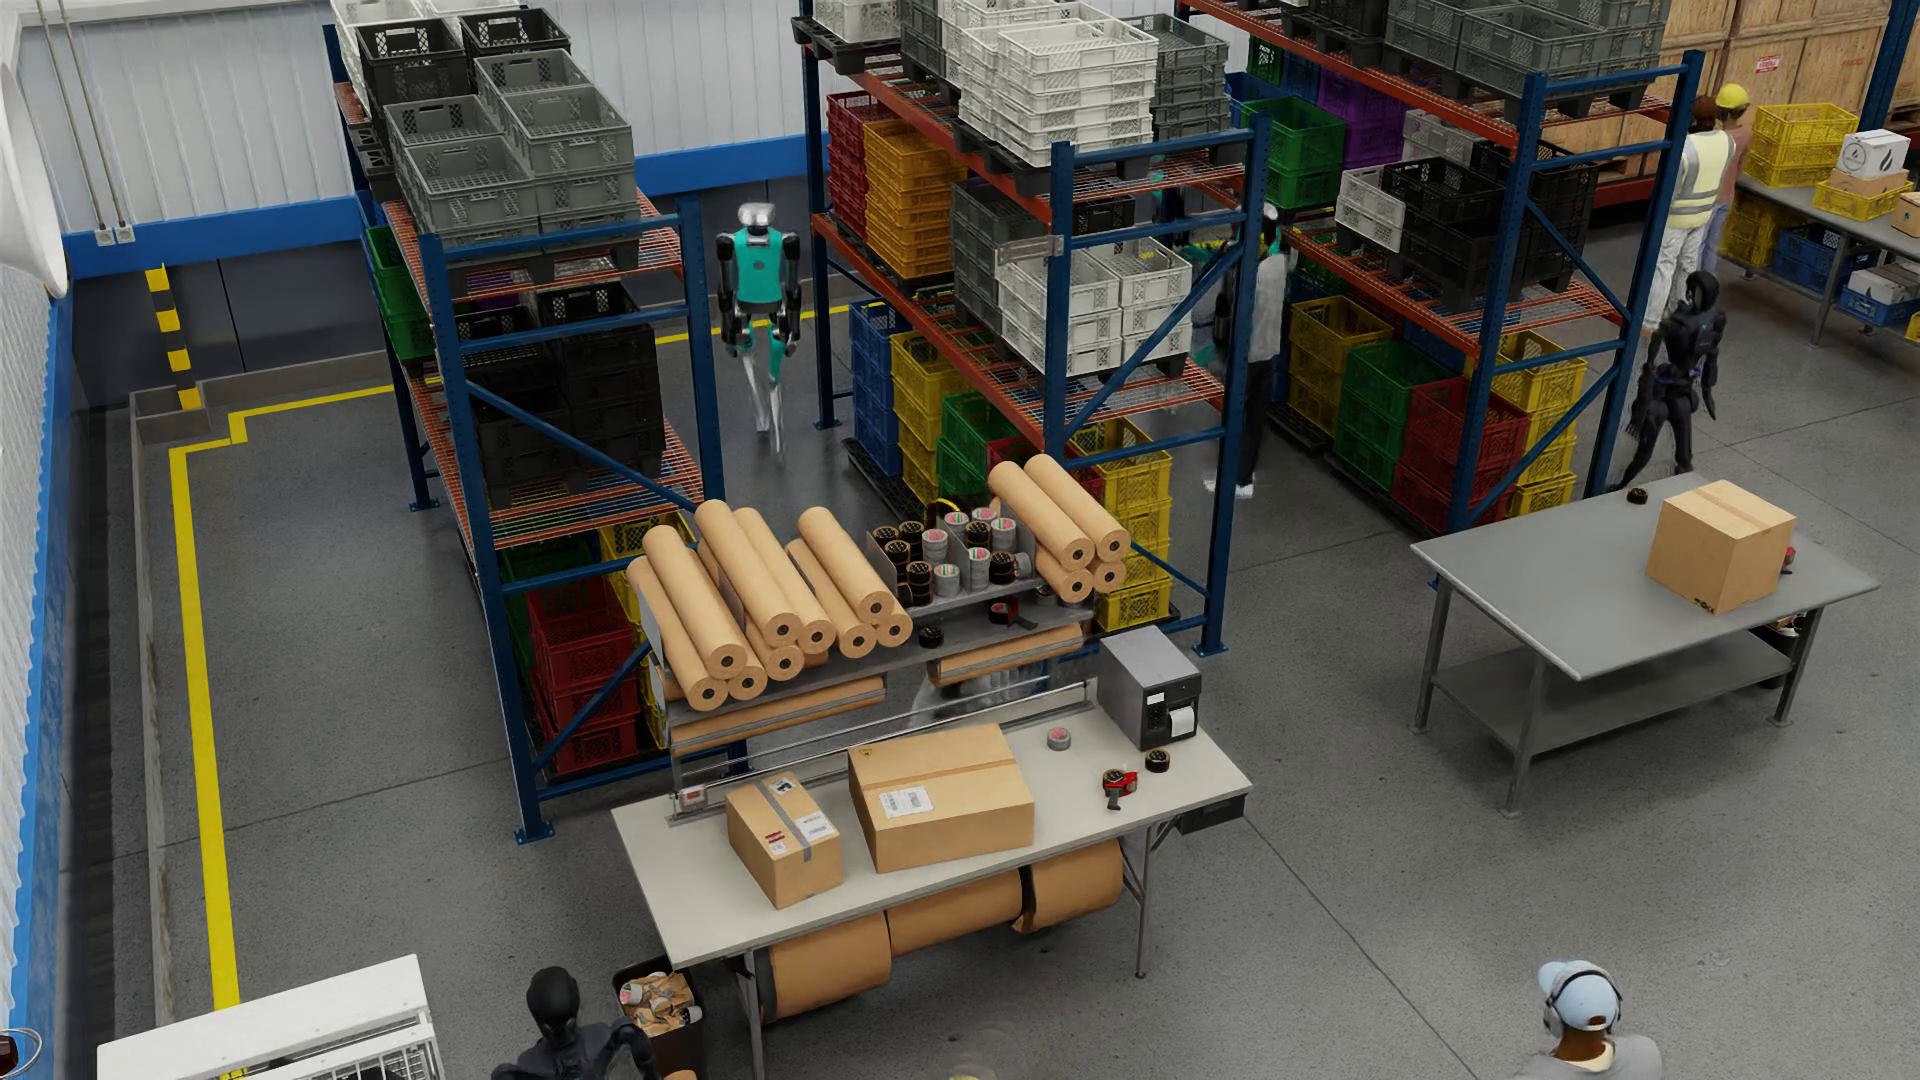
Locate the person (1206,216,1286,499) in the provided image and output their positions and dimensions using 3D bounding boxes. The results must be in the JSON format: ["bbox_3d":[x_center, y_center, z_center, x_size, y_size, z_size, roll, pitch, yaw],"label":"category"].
[{"bbox_3d":[1.822,-1.136,10.316,0.360,1.846,0.591,22,38,31],"label":"person"}]

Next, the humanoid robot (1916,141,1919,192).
[{"bbox_3d":[8.100,-3.196,13.826,0.406,1.647,0.611,12,34,19],"label":"humanoid robot"}]

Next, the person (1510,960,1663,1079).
[{"bbox_3d":[1.804,2.011,5.199,0.587,1.848,0.396,-13,34,-19],"label":"person"}]

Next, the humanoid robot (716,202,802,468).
[{"bbox_3d":[-1.294,-1.406,10.872,0.551,1.799,0.840,-4,32,-6],"label":"humanoid robot"}]

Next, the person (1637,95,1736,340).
[{"bbox_3d":[5.337,-2.386,12.362,0.629,1.848,0.429,-15,35,-23],"label":"person"}]

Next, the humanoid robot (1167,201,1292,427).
[{"bbox_3d":[1.706,-1.457,11.022,0.563,1.823,0.897,-19,36,-28],"label":"humanoid robot"}]

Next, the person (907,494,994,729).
[{"bbox_3d":[-0.026,0.549,7.613,1.007,1.800,0.543,-7,32,-12],"label":"person"}]

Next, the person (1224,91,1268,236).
[{"bbox_3d":[2.157,-2.461,12.405,0.393,1.908,0.587,-4,32,-7],"label":"person"}]

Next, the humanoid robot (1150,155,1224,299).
[{"bbox_3d":[1.831,-2.364,12.428,0.939,1.780,0.550,-8,32,-12],"label":"humanoid robot"}]

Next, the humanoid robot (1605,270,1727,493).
[{"bbox_3d":[4.332,-0.856,10.044,0.592,1.635,0.637,-12,34,-19],"label":"humanoid robot"}]

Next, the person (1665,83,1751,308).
[{"bbox_3d":[5.756,-2.638,12.837,0.538,1.762,0.370,-19,36,-28],"label":"person"}]

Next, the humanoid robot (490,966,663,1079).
[{"bbox_3d":[-1.202,2.005,5.377,0.600,1.636,0.560,-15,35,-23],"label":"humanoid robot"}]
